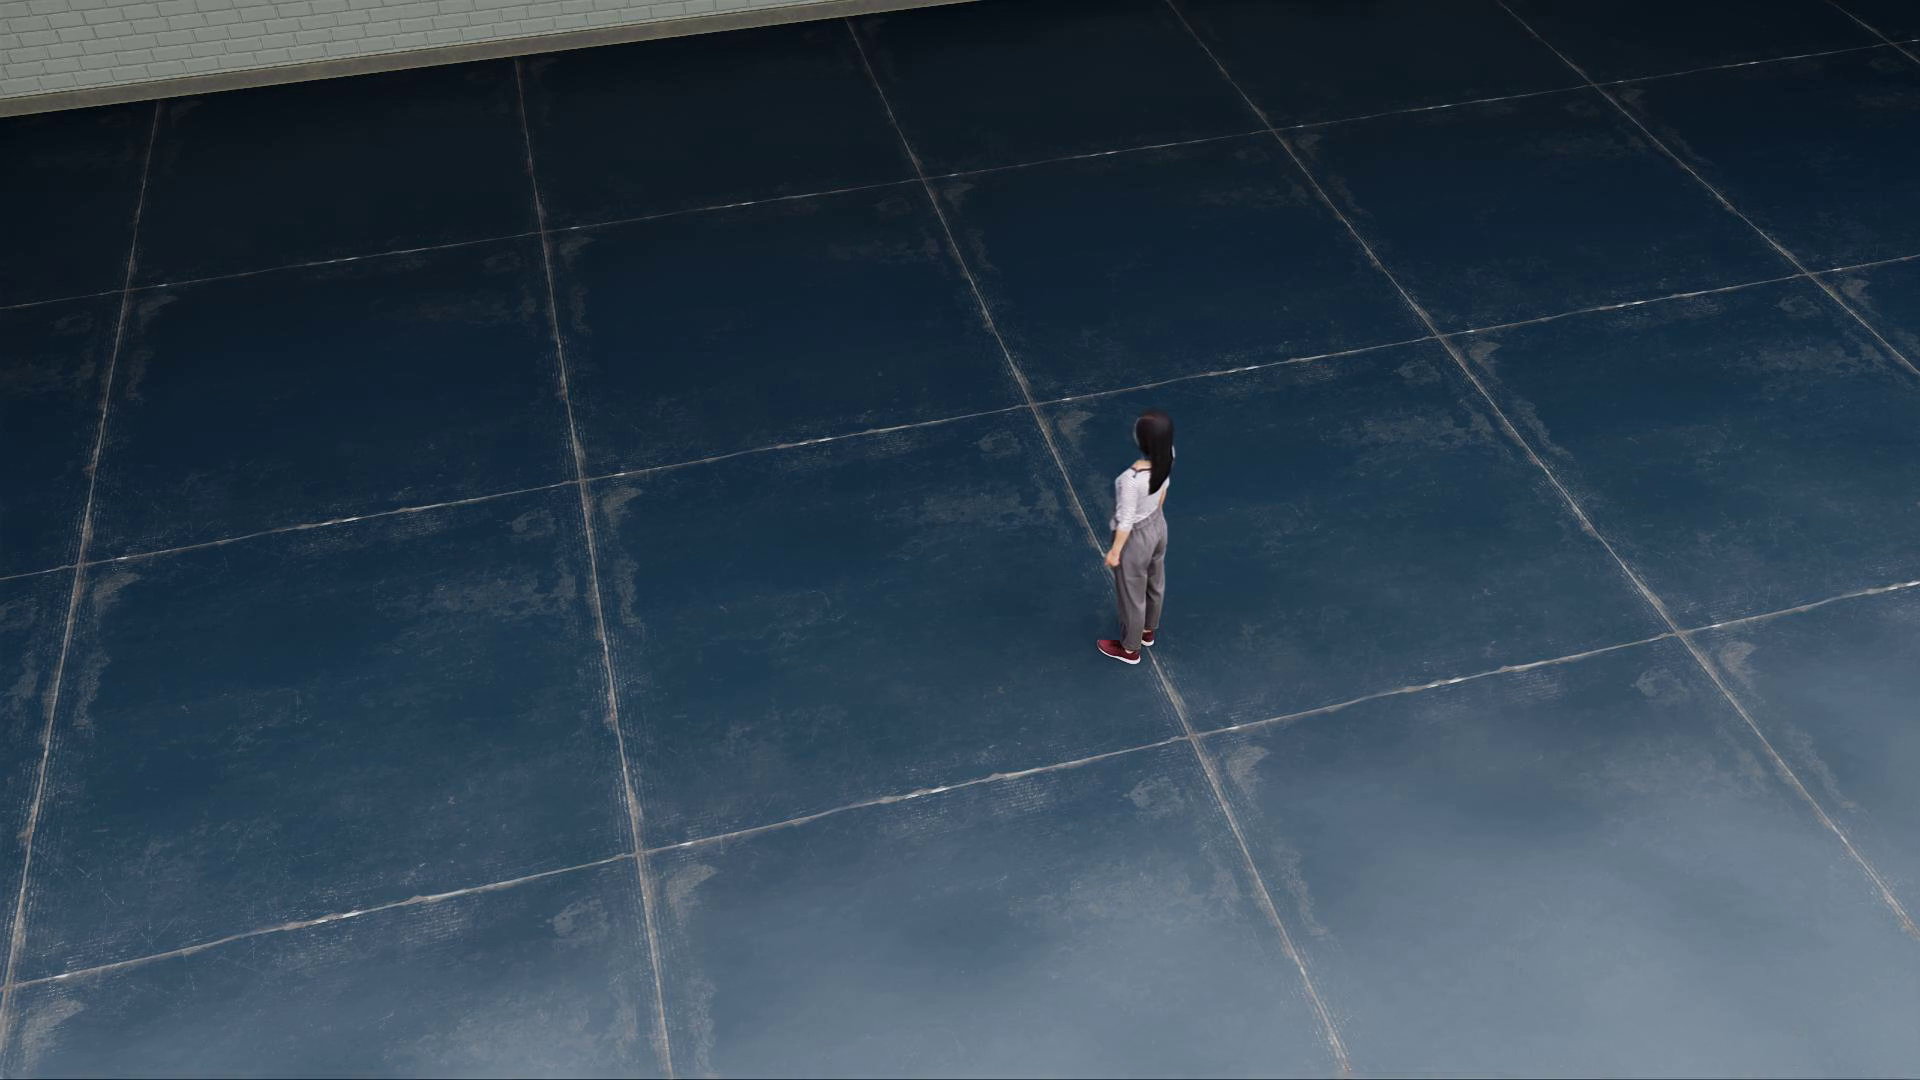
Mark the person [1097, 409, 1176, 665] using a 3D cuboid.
[{"bbox_3d":[0.979,-0.020,8.937,0.704,1.734,0.676,29,50,27],"label":"person"}]
